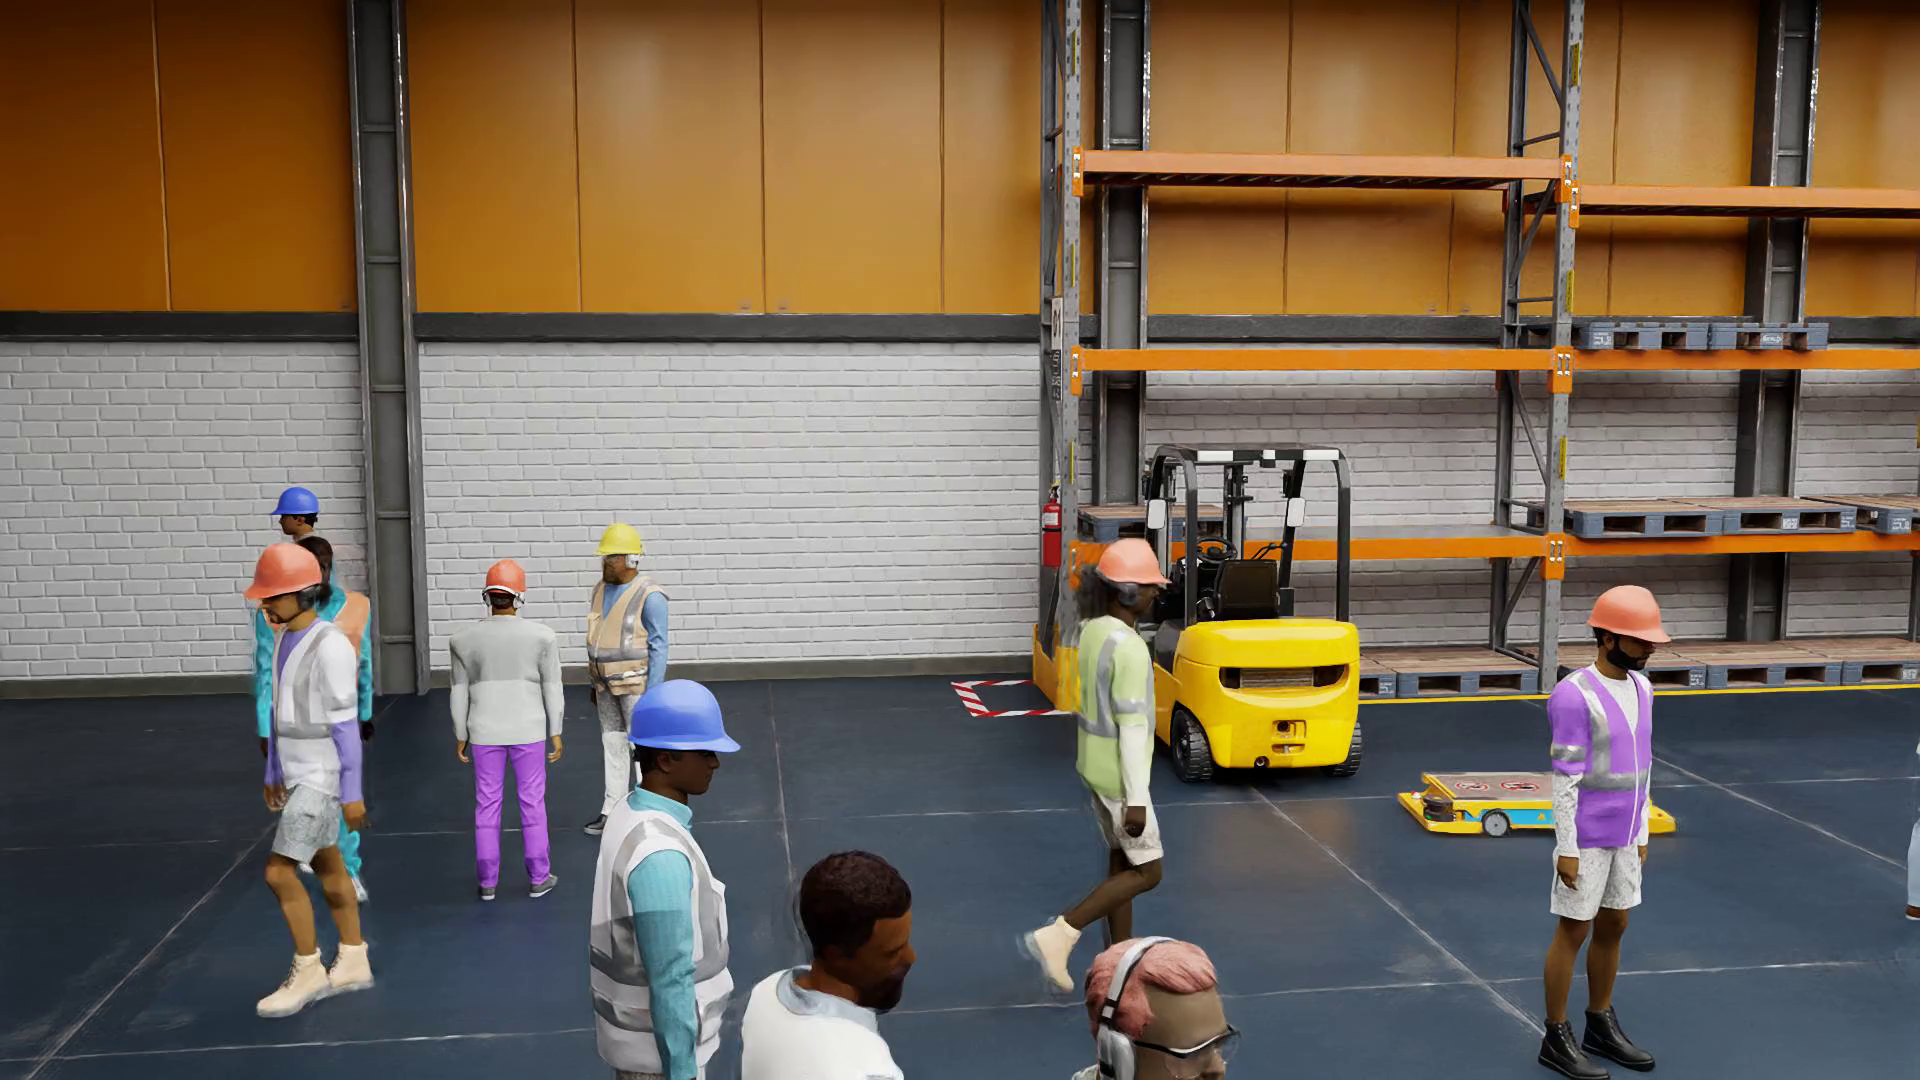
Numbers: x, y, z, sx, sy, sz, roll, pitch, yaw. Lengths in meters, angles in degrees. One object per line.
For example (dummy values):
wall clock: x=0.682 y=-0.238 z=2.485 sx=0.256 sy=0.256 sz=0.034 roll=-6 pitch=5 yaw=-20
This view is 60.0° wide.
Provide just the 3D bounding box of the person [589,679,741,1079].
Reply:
person: x=-0.792 y=1.338 z=4.515 sx=0.406 sy=1.942 sz=0.614 roll=-2 pitch=7 yaw=-19

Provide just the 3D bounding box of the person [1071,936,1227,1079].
person: x=0.306 y=1.568 z=2.665 sx=0.411 sy=1.911 sz=0.643 roll=6 pitch=9 yaw=45

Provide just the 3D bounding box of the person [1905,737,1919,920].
person: x=4.789 y=1.090 z=8.035 sx=0.282 sy=1.634 sz=0.498 roll=2 pitch=7 yaw=13

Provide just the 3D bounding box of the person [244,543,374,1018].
person: x=-2.827 y=1.012 z=7.060 sx=0.708 sy=2.013 sz=0.642 roll=-5 pitch=8 yaw=-39

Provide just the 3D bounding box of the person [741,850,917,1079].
person: x=-0.285 y=1.519 z=3.297 sx=0.877 sy=1.866 sz=0.625 roll=-3 pitch=7 yaw=-26

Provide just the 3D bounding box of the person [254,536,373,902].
person: x=-3.376 y=0.901 z=8.718 sx=0.611 sy=1.868 sz=1.020 roll=-4 pitch=8 yaw=-32

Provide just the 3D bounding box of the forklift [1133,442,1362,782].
forklift: x=1.912 y=0.418 z=11.496 sx=1.214 sy=2.155 sz=2.313 roll=-1 pitch=7 yaw=-8

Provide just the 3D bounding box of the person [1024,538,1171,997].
person: x=0.632 y=1.000 z=7.115 sx=0.633 sy=2.030 sz=0.629 roll=-1 pitch=7 yaw=-12

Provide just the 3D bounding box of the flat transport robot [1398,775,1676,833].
flat transport robot: x=3.405 y=1.554 z=9.889 sx=1.431 sy=0.197 sz=0.652 roll=0 pitch=7 yaw=0

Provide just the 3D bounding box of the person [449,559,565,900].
person: x=-2.321 y=0.971 z=8.565 sx=0.572 sy=1.751 sz=0.329 roll=-1 pitch=7 yaw=-7

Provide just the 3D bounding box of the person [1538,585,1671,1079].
person: x=2.514 y=1.129 z=6.442 sx=0.547 sy=1.927 sz=0.389 roll=-4 pitch=8 yaw=-33

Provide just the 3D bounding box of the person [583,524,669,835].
person: x=-1.939 y=0.816 z=9.578 sx=0.594 sy=1.832 sz=0.404 roll=5 pitch=8 yaw=37

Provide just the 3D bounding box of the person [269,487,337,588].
person: x=-4.204 y=0.628 z=10.720 sx=0.391 sy=1.948 sz=0.605 roll=-3 pitch=7 yaw=-21
